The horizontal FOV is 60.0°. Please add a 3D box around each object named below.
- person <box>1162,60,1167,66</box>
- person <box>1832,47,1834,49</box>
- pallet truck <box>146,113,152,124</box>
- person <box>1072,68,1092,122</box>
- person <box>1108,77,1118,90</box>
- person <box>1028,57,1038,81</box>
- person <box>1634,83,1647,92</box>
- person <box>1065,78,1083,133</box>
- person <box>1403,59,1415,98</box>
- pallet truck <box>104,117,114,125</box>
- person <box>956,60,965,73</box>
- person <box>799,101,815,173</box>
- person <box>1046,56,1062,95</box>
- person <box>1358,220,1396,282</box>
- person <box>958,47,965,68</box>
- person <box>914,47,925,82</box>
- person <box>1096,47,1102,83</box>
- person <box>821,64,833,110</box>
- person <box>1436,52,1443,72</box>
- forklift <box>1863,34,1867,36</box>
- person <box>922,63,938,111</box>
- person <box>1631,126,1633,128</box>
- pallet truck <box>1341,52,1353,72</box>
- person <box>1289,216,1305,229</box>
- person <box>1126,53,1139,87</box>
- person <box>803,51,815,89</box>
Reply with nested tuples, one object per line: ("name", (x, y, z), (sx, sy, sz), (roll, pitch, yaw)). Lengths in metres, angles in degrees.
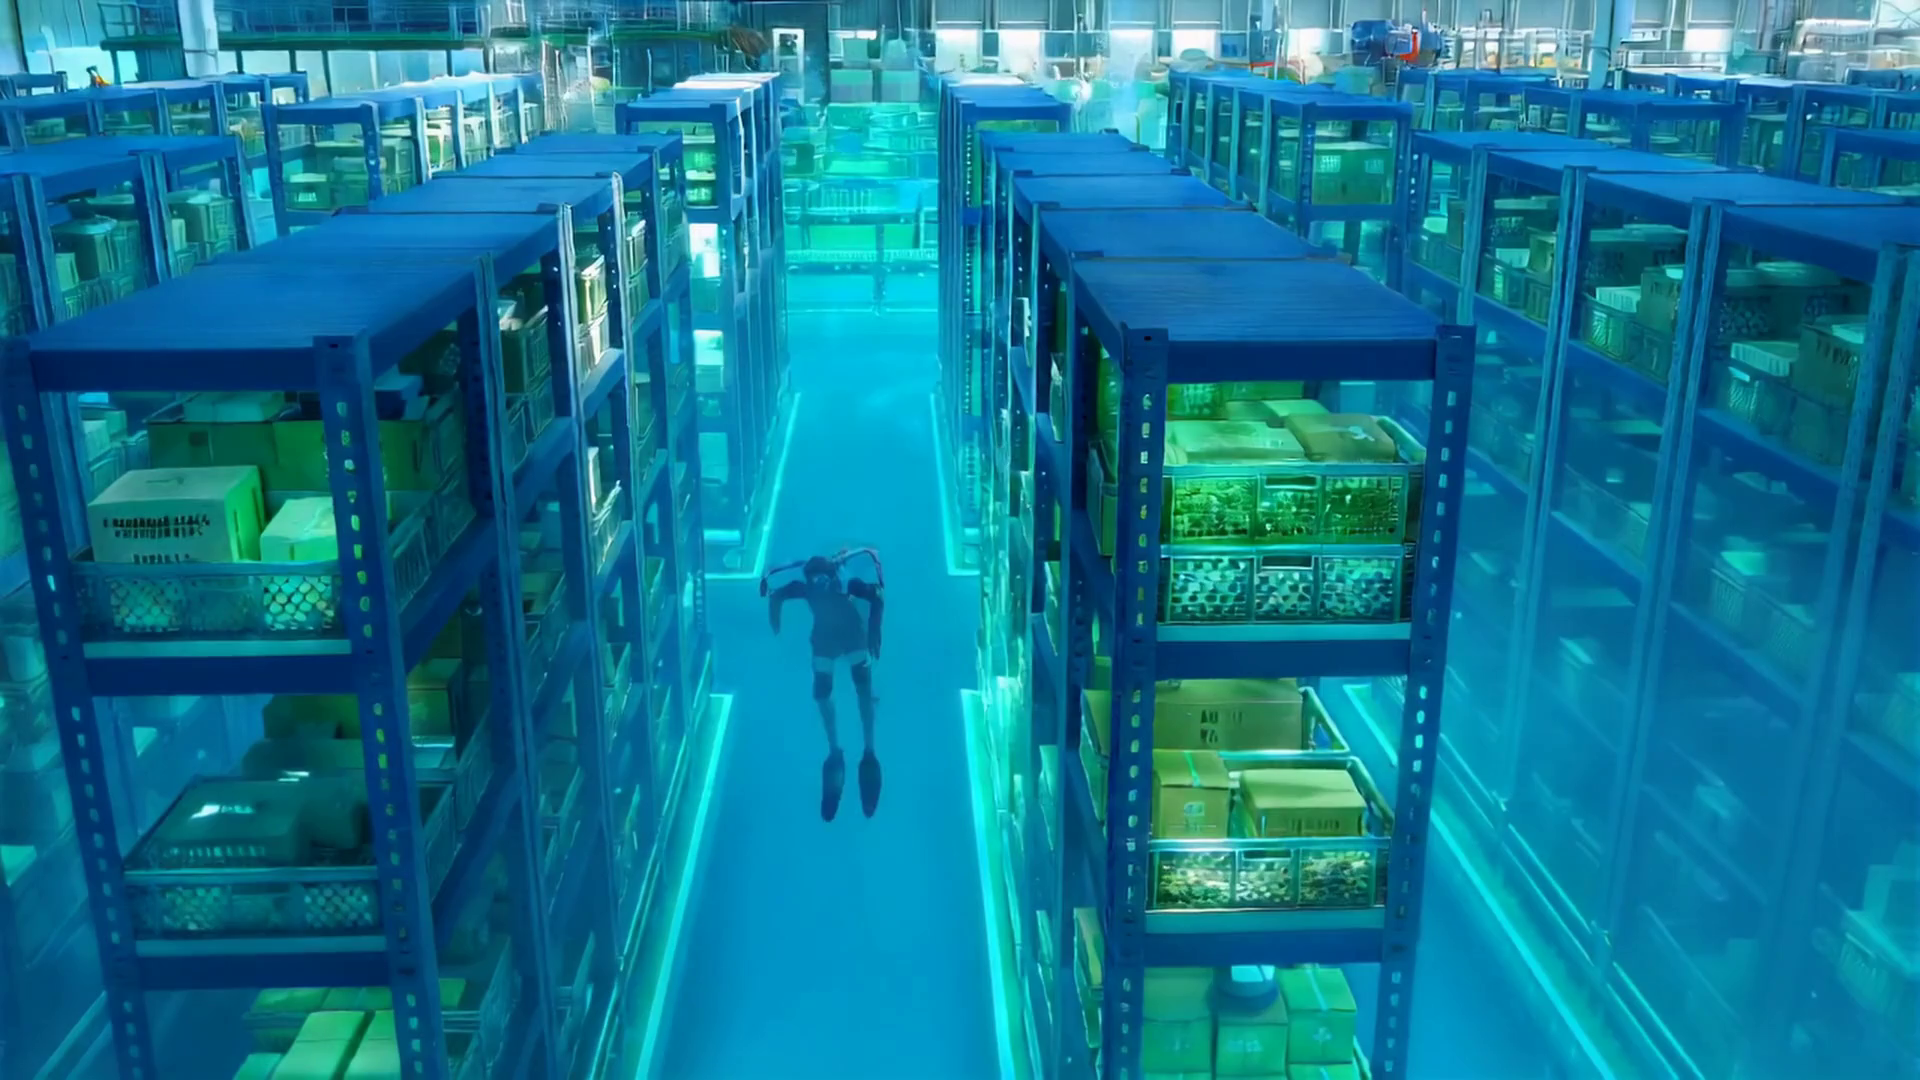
("person", (9.020, -20.517, 74.429), (0.820, 1.844, 0.524), (3, 18, 9))
("person", (49.289, -26.885, 94.049), (0.997, 1.882, 0.569), (6, 19, 19))
("pallet truck", (-18.087, -8.309, 36.390), (1.885, 1.965, 0.823), (-1, 18, -4))
("person", (4.690, -16.664, 62.175), (1.059, 2.000, 0.691), (3, 18, 8))
("person", (5.060, -14.379, 55.270), (0.373, 1.934, 0.552), (6, 19, 18))
("person", (3.611, -23.097, 82.631), (0.529, 1.697, 0.321), (-6, 19, -19))
("person", (26.568, -17.494, 64.965), (0.567, 1.910, 0.600), (-4, 18, -12))
("person", (3.880, -14.723, 56.440), (0.622, 1.864, 0.466), (3, 18, 8))
("person", (21.223, -21.786, 78.458), (1.019, 1.787, 0.631), (-8, 19, -22))
("pallet truck", (-18.367, -7.885, 35.078), (1.885, 1.965, 0.823), (1, 18, 2))
("person", (0.002, -19.928, 72.483), (0.776, 1.915, 0.638), (-10, 20, -28))
("person", (-4.127, -10.504, 43.427), (0.600, 1.855, 0.518), (-2, 18, -5))
("person", (4.607, -22.583, 80.844), (0.775, 1.822, 0.632), (13, 22, 36))
("person", (5.347, -3.346, 21.360), (0.588, 1.797, 0.592), (16, 24, 40))
("person", (-0.027, -26.447, 92.645), (0.750, 1.912, 0.580), (4, 18, 12))
("person", (-2.239, -26.059, 91.356), (0.615, 1.980, 0.422), (-9, 20, -27))
("person", (7.687, -26.281, 92.116), (0.387, 1.926, 0.591), (3, 18, 8))
("person", (-5.454, -18.578, 68.307), (0.460, 1.908, 0.604), (-17, 24, -42))
("person", (24.950, -24.433, 86.549), (0.982, 1.832, 0.593), (-4, 18, -12))
("forklift", (46.742, -24.865, 86.208), (1.873, 2.768, 1.129), (10, 20, 27))
("person", (-1.145, -17.952, 66.217), (0.983, 2.000, 0.635), (14, 23, 37))
("person", (19.783, -12.201, 48.923), (0.537, 1.690, 0.322), (16, 24, 40))
("pallet truck", (18.794, -23.123, 82.231), (0.823, 1.965, 1.885), (-13, 22, -35))
("person", (4.323, -3.435, 21.473), (0.443, 1.889, 0.669), (11, 21, 31))
("person", (9.105, -24.991, 88.435), (0.821, 1.736, 0.533), (-2, 18, -7))
("person", (-7.873, -24.517, 86.716), (0.599, 1.884, 0.909), (8, 20, 23))
